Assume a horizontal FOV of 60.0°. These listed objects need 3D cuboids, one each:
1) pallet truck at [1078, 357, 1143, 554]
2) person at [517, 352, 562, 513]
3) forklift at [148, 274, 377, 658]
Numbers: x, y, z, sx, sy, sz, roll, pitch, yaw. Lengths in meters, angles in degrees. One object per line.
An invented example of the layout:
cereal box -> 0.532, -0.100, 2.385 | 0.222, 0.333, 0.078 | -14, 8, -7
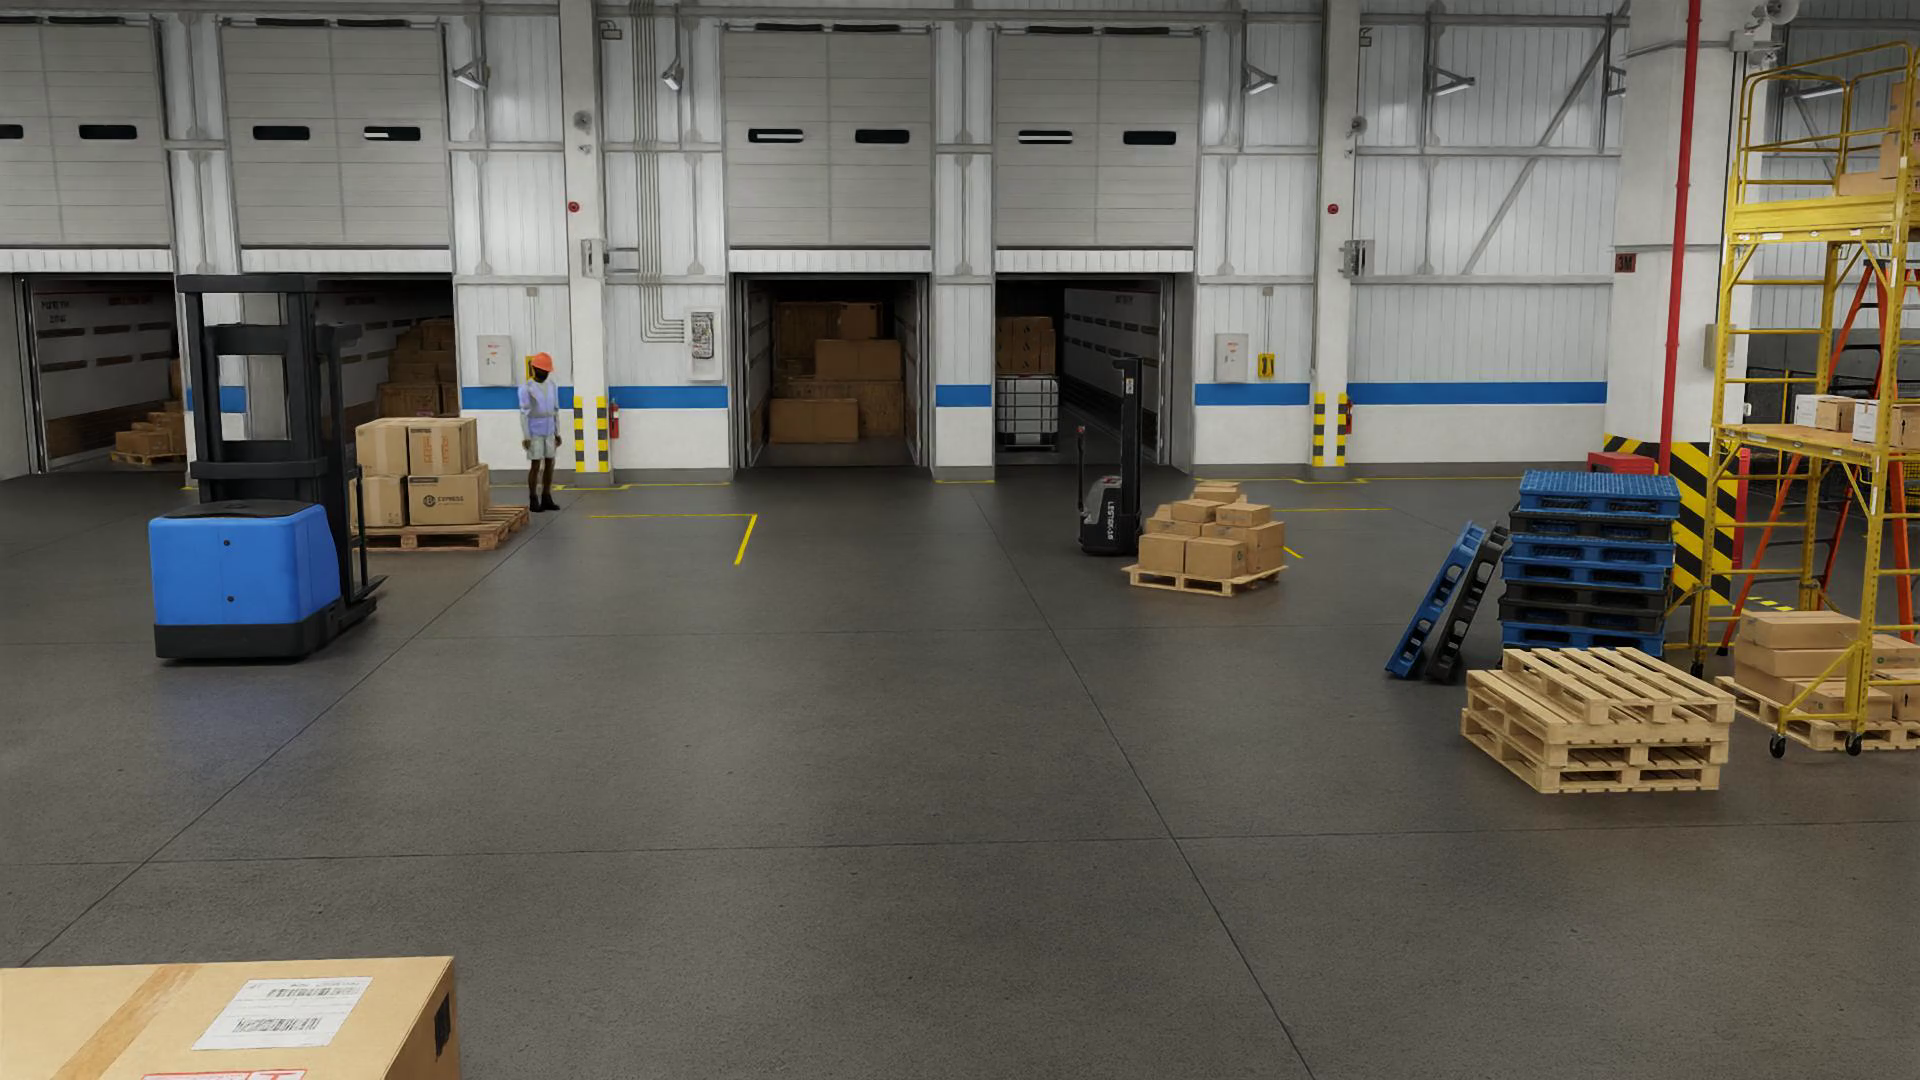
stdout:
pallet truck -> 2.088, -0.836, 16.757 | 1.885, 1.965, 0.823 | 2, 9, 13
person -> -4.985, -1.278, 19.799 | 0.447, 1.909, 0.559 | 7, 12, 38
forklift -> -5.347, -0.626, 12.681 | 1.129, 2.768, 1.873 | -1, 9, -4
